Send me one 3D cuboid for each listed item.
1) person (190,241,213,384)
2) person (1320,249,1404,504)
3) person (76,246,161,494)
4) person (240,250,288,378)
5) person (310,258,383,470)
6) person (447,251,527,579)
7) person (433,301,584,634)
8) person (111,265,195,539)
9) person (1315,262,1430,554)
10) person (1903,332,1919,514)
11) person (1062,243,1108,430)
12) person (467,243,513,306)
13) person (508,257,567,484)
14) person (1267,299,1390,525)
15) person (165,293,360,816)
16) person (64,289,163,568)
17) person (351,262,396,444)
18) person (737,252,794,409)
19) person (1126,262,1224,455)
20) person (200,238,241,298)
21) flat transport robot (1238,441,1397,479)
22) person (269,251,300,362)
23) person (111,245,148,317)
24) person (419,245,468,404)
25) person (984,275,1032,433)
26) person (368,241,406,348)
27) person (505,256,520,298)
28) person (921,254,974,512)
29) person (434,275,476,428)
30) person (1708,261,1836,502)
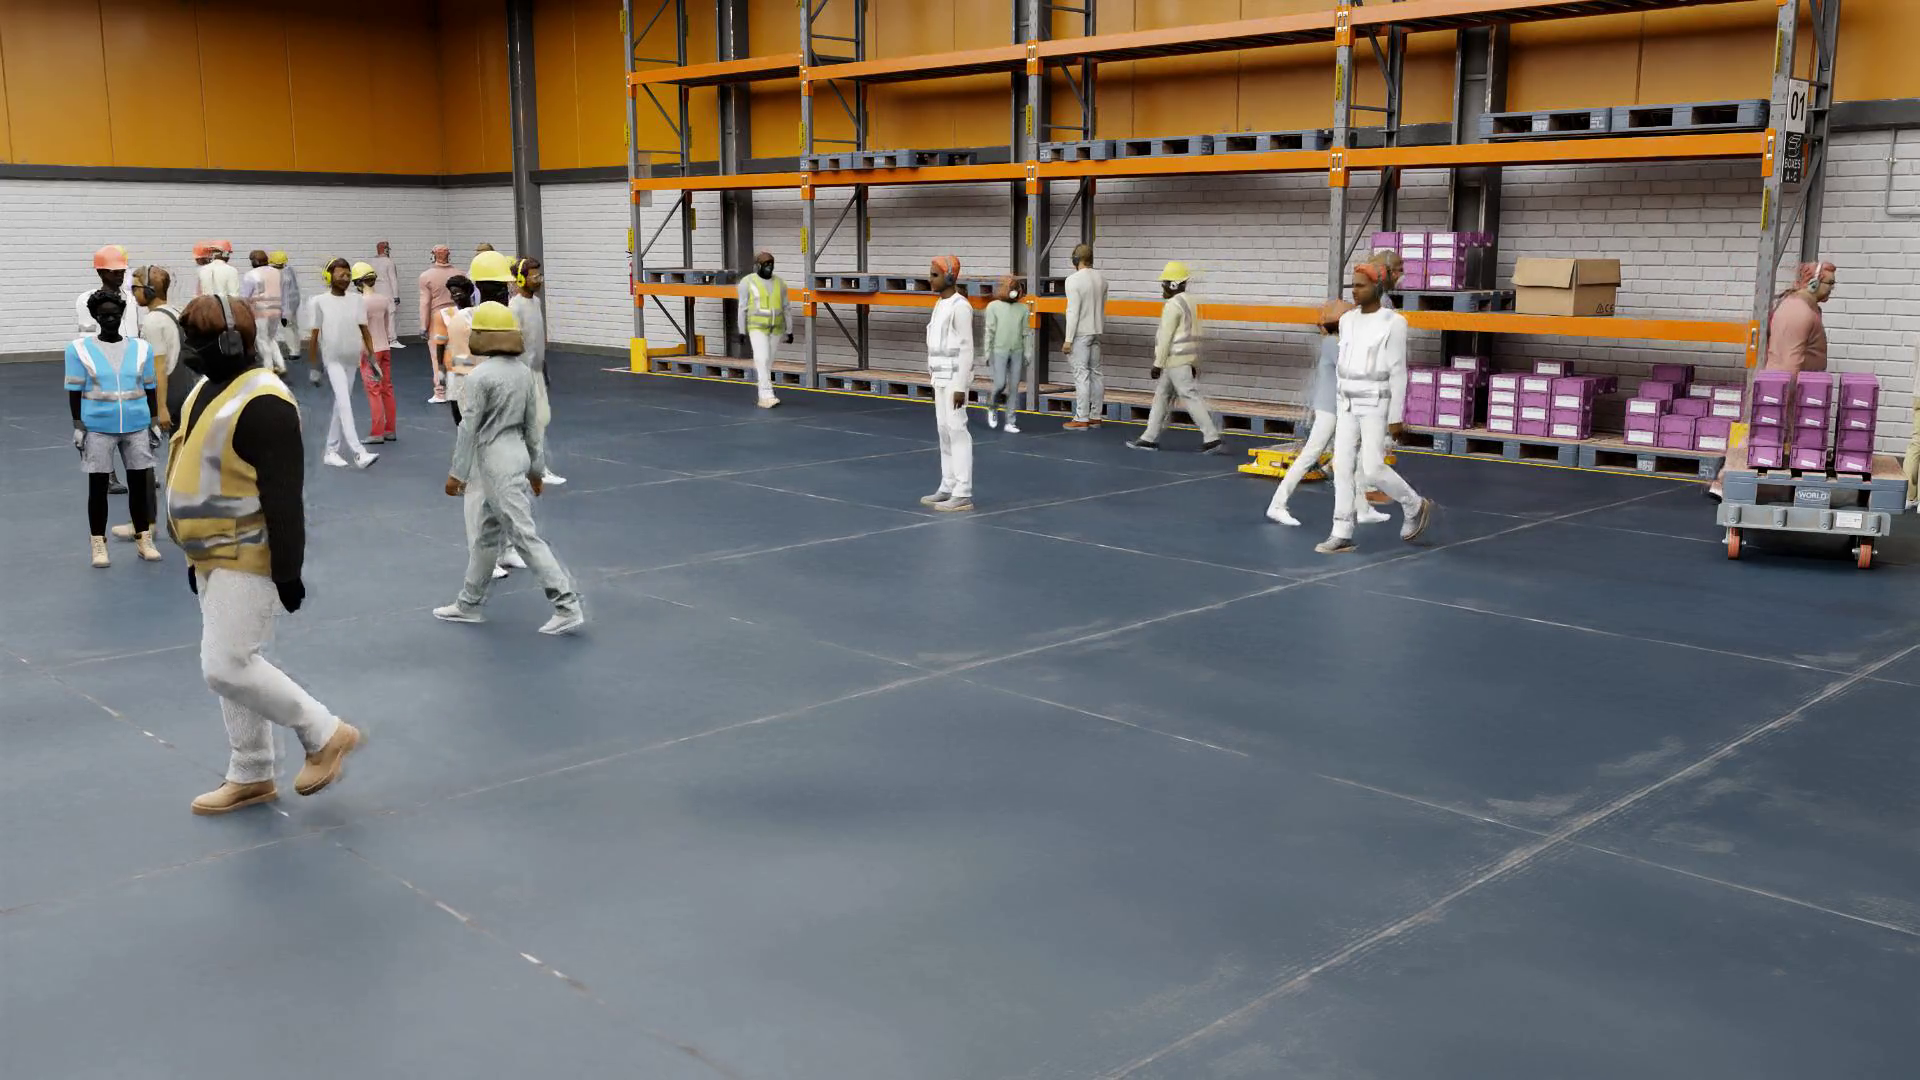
[{"bbox_3d":[-10.023,-3.028,22.336,0.813,1.959,0.663,-1,10,-3],"label":"person"},{"bbox_3d":[3.081,-1.213,12.493,0.484,1.919,0.657,2,11,9],"label":"person"},{"bbox_3d":[-6.627,-1.337,13.116,0.361,1.938,0.545,5,12,27],"label":"person"},{"bbox_3d":[-9.670,-3.104,23.080,0.496,1.823,0.638,5,12,26],"label":"person"},{"bbox_3d":[-5.290,-1.511,14.384,0.969,1.817,0.499,8,13,37],"label":"person"},{"bbox_3d":[-2.772,-0.748,9.928,0.369,1.928,0.586,4,11,21],"label":"person"},{"bbox_3d":[-2.322,-0.368,8.497,0.931,1.697,0.492,3,11,14],"label":"person"},{"bbox_3d":[-5.380,-0.901,11.043,0.753,1.820,0.552,-1,10,-3],"label":"person"},{"bbox_3d":[2.653,-0.840,10.625,0.752,1.863,0.583,-5,12,-27],"label":"person"},{"bbox_3d":[7.111,-1.005,12.126,0.286,1.636,0.499,0,10,3],"label":"person"},{"bbox_3d":[1.294,-2.110,17.336,0.369,1.936,0.630,9,14,40],"label":"person"},{"bbox_3d":[-5.874,-2.744,20.826,0.623,1.932,0.366,4,11,19],"label":"person"},{"bbox_3d":[-3.565,-1.377,13.583,0.635,1.850,0.530,1,10,7],"label":"person"},{"bbox_3d":[2.578,-0.888,11.640,0.887,1.583,0.511,0,10,2],"label":"person"},{"bbox_3d":[-2.497,0.059,5.808,0.477,1.828,0.629,-8,13,-38],"label":"person"},{"bbox_3d":[-5.187,-0.687,10.224,0.529,1.697,0.321,-9,13,-39],"label":"person"},{"bbox_3d":[-5.733,-1.809,16.182,0.328,1.760,0.523,2,11,12],"label":"person"},{"bbox_3d":[-2.202,-2.433,19.425,0.654,1.811,0.848,-8,13,-36],"label":"person"},{"bbox_3d":[2.044,-1.677,15.416,0.951,1.788,0.593,4,11,20],"label":"person"},{"bbox_3d":[-9.719,-2.988,21.996,0.642,1.984,0.453,3,11,17],"label":"person"},{"bbox_3d":[3.070,-0.706,14.224,1.431,0.197,0.652,-10,14,-44],"label":"flat transport robot"},{"bbox_3d":[-10.825,-3.750,26.736,0.406,1.784,0.710,-2,11,-12],"label":"person"},{"bbox_3d":[-10.570,-2.773,21.073,0.712,1.889,0.482,5,11,24],"label":"person"},{"bbox_3d":[-6.240,-2.602,20.098,0.654,1.906,0.408,-10,15,-44],"label":"person"},{"bbox_3d":[0.493,-1.911,17.091,0.513,1.618,0.368,-4,11,-23],"label":"person"},{"bbox_3d":[-10.306,-4.399,29.892,0.639,1.911,0.406,6,12,28],"label":"person"},{"bbox_3d":[-5.881,-2.850,21.874,0.355,1.751,0.527,8,13,36],"label":"person"},{"bbox_3d":[-0.075,-1.154,12.263,0.337,1.883,0.584,-4,11,-19],"label":"person"},{"bbox_3d":[-4.272,-1.486,14.637,0.663,1.682,0.364,-4,11,-21],"label":"person"},{"bbox_3d":[6.057,-1.118,12.197,0.957,1.855,0.637,2,11,10],"label":"person"}]
